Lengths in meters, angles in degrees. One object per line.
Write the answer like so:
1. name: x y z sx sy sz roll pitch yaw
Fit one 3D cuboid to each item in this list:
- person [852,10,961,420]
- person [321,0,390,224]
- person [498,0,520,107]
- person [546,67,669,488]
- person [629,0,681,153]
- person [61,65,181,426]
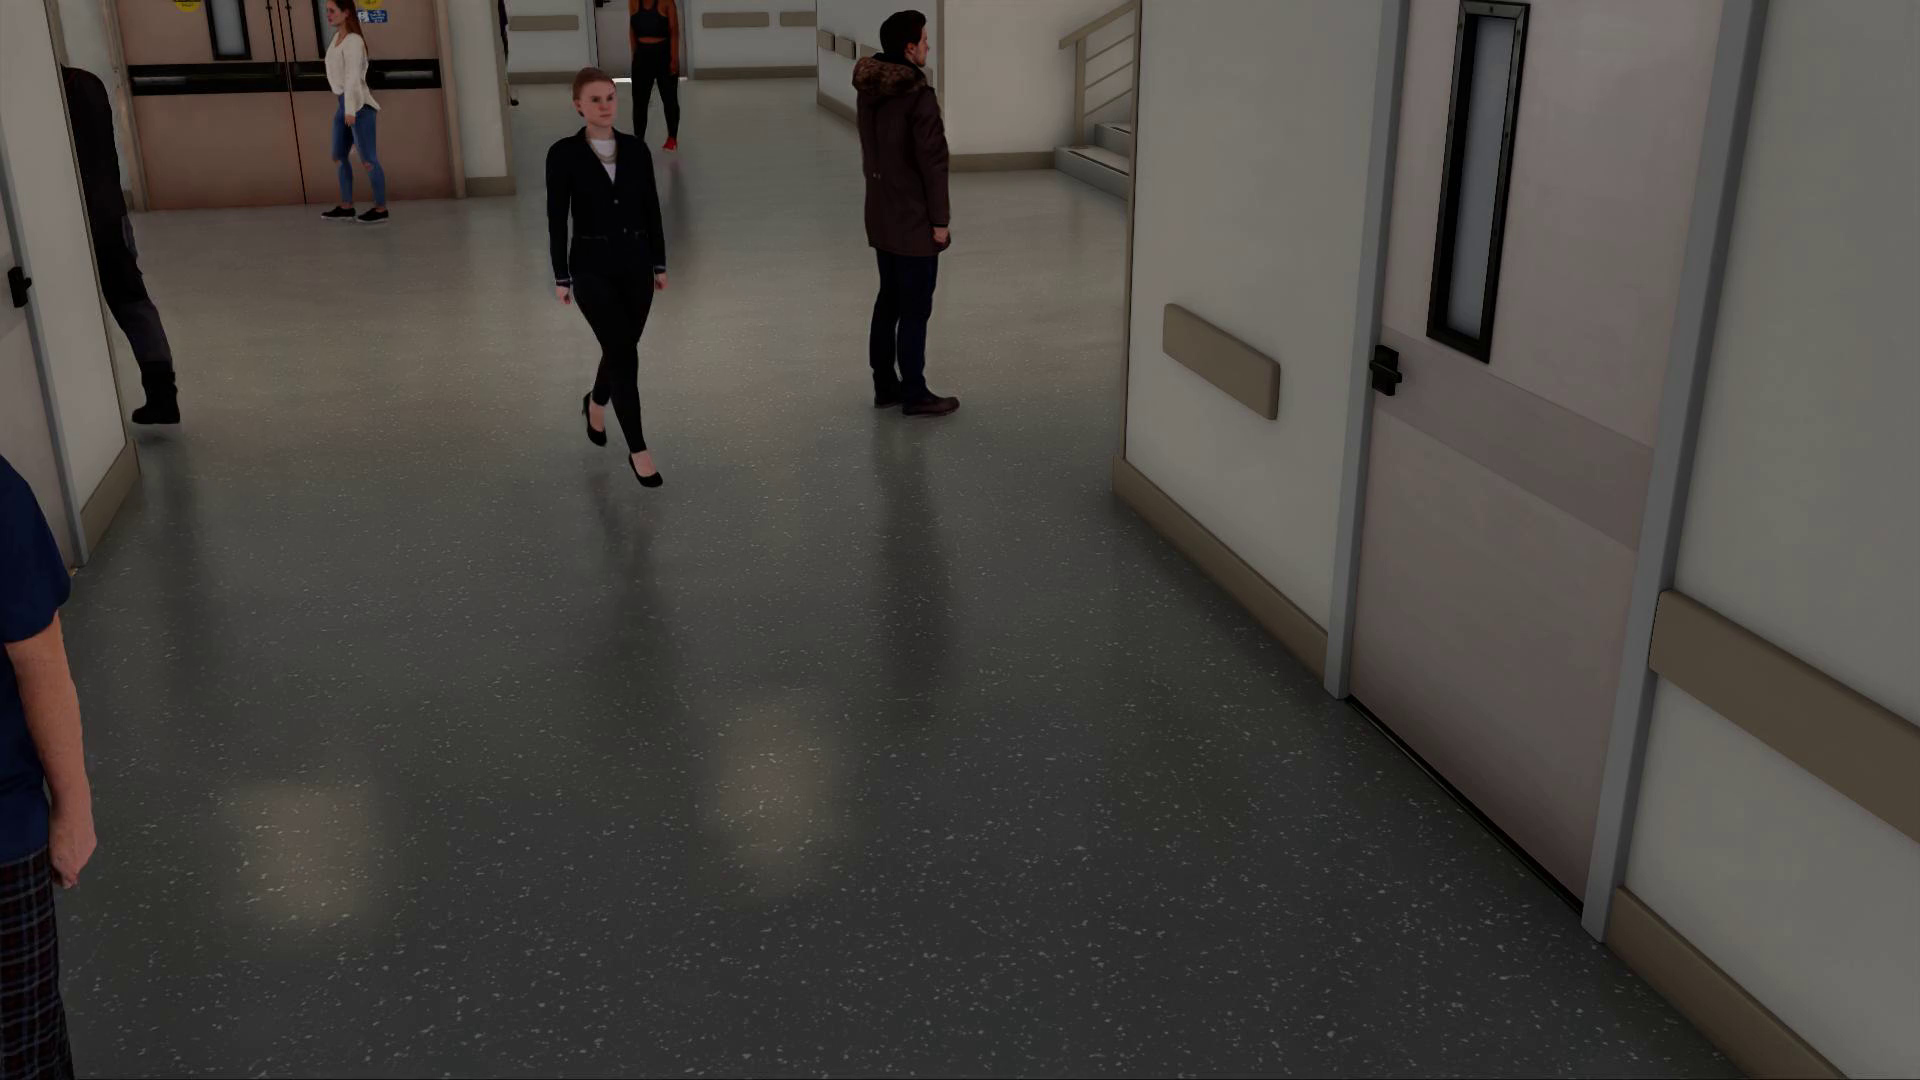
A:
1. person: -0.260 -1.504 7.740 0.802 1.847 0.841 -13 25 -32
2. person: -4.496 -3.244 12.570 0.839 1.680 0.777 -15 25 -34
3. person: -5.682 -6.102 19.910 0.923 1.826 0.888 2 21 5
4. person: -1.469 -1.077 6.886 1.068 1.653 0.927 -15 25 -34
5. person: -2.887 -4.588 15.995 1.211 1.767 1.082 4 21 10
6. person: -3.827 -1.387 7.380 1.311 1.884 1.171 8 22 20
